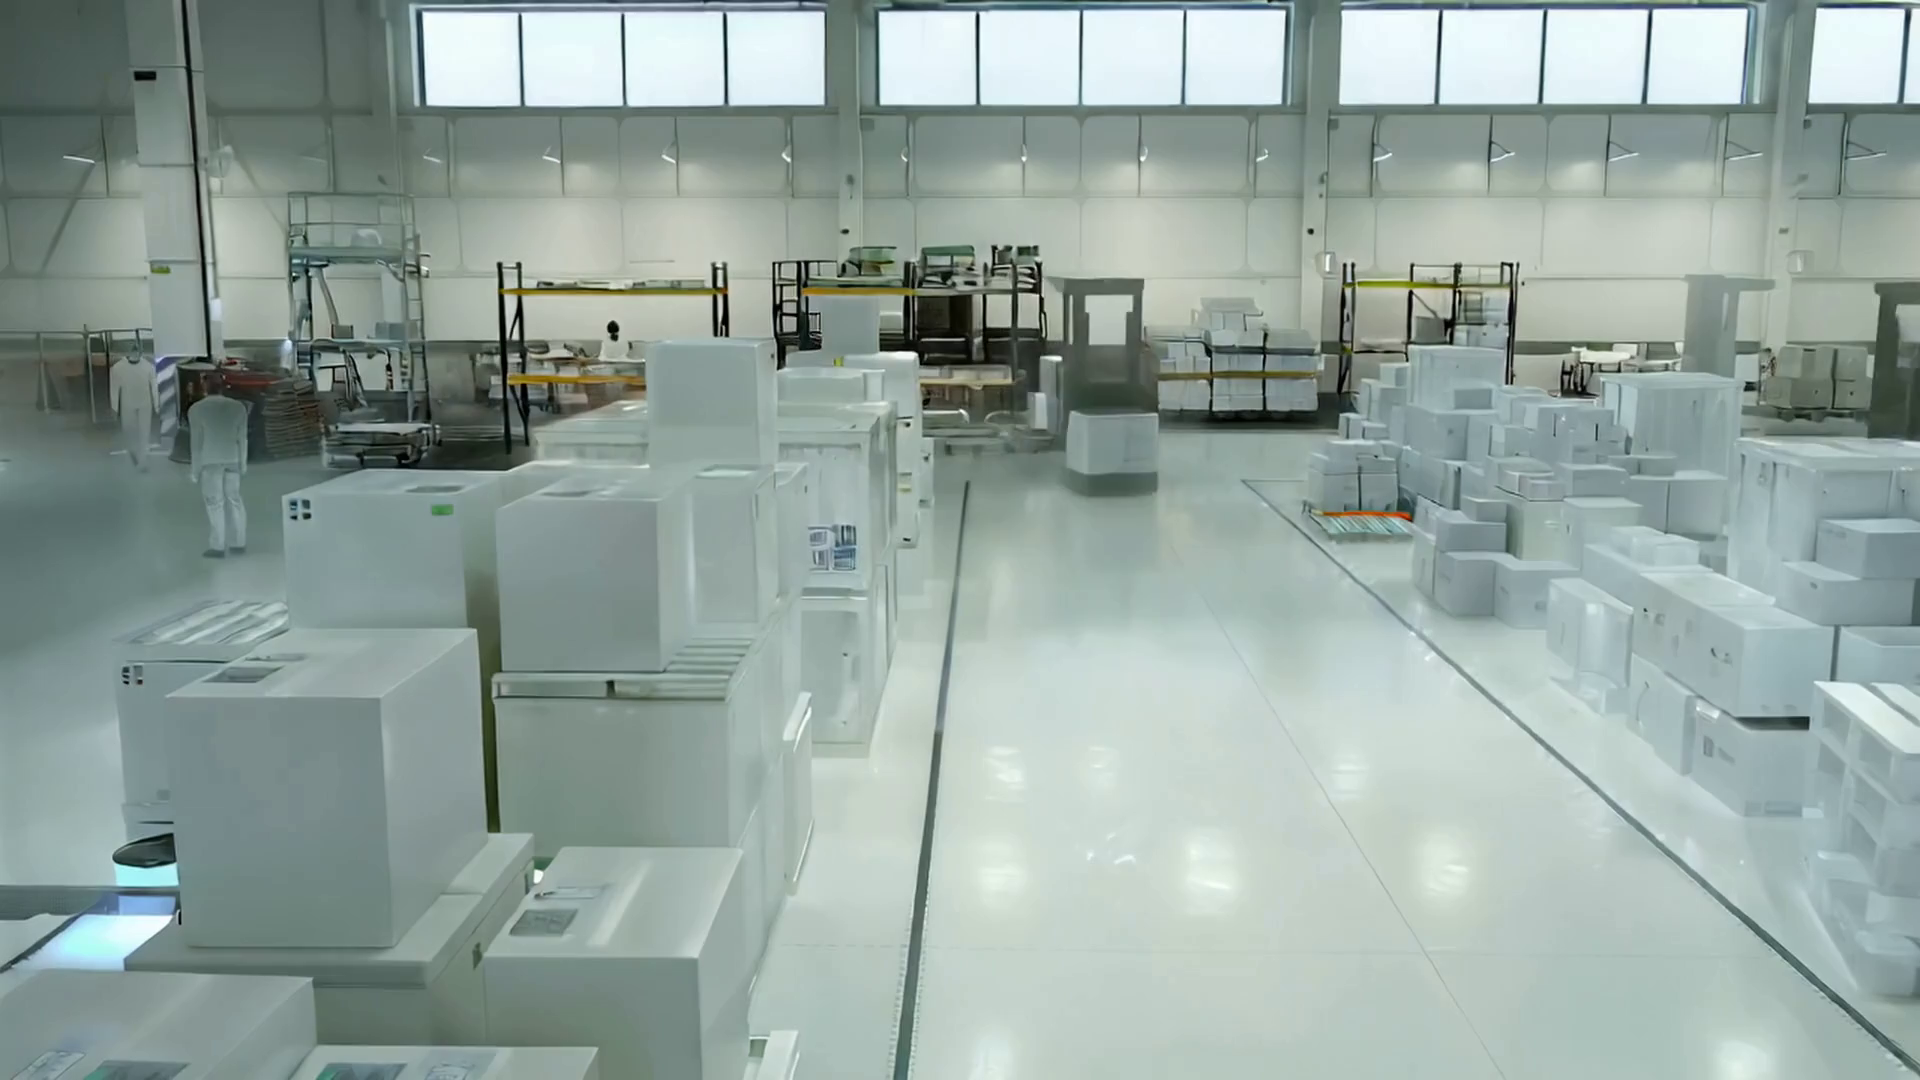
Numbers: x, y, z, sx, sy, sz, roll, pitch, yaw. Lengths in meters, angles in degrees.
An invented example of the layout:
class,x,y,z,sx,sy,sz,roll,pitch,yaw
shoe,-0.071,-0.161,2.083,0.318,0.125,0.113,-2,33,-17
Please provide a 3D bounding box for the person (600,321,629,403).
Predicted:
class,x,y,z,sx,sy,sz,roll,pitch,yaw
person,-6.650,-3.269,32.090,0.559,1.922,0.694,-1,10,-5

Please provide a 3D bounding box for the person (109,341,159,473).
class,x,y,z,sx,sy,sz,roll,pitch,yaw
person,-11.988,-1.946,24.191,0.637,1.920,0.828,-5,11,-26

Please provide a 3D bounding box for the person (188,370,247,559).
class,x,y,z,sx,sy,sz,roll,pitch,yaw
person,-7.604,-0.772,17.070,0.361,1.938,0.635,6,11,31

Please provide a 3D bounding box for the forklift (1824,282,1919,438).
class,x,y,z,sx,sy,sz,roll,pitch,yaw
forklift,10.309,-1.391,17.968,1.129,2.768,1.873,0,9,0

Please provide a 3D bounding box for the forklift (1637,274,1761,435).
class,x,y,z,sx,sy,sz,roll,pitch,yaw
forklift,13.001,-3.274,29.249,1.873,2.768,1.129,0,9,1

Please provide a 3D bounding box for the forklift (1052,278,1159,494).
class,x,y,z,sx,sy,sz,roll,pitch,yaw
forklift,1.955,-2.096,22.189,1.129,2.768,1.873,-1,10,-7
